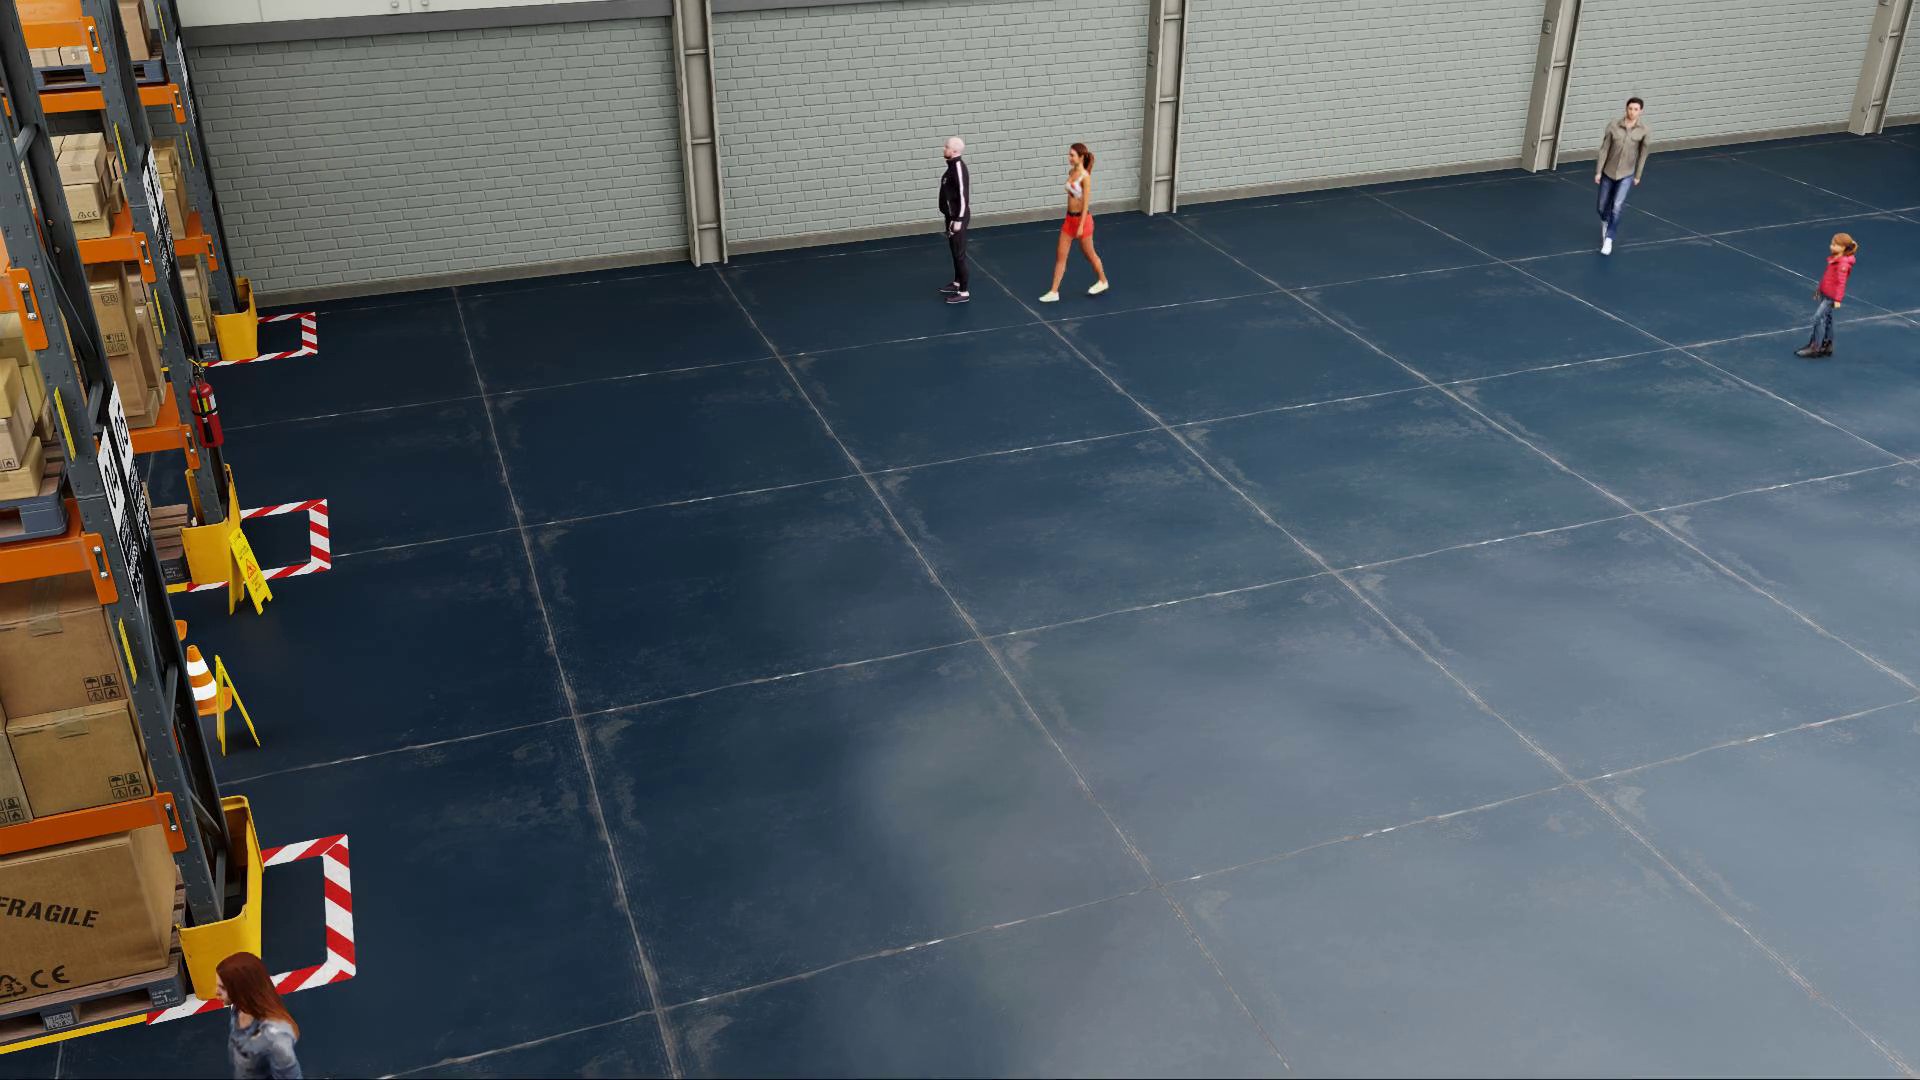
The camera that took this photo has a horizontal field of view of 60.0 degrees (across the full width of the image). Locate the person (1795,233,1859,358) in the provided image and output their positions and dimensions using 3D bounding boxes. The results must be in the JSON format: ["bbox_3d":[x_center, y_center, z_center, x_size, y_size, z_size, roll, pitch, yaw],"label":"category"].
[{"bbox_3d":[9.002,-2.499,17.063,0.739,1.306,0.675,5,28,9],"label":"person"}]

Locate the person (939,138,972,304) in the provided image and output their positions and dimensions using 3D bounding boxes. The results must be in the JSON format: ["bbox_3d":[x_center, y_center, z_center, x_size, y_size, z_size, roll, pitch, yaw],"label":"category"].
[{"bbox_3d":[-0.026,-3.574,18.517,0.664,1.836,0.728,-3,28,-5],"label":"person"}]

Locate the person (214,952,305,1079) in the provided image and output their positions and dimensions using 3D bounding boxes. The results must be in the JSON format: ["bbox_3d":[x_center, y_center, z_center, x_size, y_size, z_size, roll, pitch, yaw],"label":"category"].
[{"bbox_3d":[-2.937,2.458,7.348,0.884,1.689,0.767,-22,35,-35],"label":"person"}]

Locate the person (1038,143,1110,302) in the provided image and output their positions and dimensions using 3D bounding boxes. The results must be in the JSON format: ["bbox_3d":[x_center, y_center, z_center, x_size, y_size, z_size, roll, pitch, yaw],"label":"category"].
[{"bbox_3d":[1.396,-3.508,18.494,1.187,1.742,0.730,-15,31,-25],"label":"person"}]

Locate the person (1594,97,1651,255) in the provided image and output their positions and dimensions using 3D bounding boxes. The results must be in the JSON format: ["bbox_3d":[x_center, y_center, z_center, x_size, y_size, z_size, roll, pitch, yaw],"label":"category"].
[{"bbox_3d":[7.973,-4.438,20.129,1.091,1.846,1.158,13,31,22],"label":"person"}]
